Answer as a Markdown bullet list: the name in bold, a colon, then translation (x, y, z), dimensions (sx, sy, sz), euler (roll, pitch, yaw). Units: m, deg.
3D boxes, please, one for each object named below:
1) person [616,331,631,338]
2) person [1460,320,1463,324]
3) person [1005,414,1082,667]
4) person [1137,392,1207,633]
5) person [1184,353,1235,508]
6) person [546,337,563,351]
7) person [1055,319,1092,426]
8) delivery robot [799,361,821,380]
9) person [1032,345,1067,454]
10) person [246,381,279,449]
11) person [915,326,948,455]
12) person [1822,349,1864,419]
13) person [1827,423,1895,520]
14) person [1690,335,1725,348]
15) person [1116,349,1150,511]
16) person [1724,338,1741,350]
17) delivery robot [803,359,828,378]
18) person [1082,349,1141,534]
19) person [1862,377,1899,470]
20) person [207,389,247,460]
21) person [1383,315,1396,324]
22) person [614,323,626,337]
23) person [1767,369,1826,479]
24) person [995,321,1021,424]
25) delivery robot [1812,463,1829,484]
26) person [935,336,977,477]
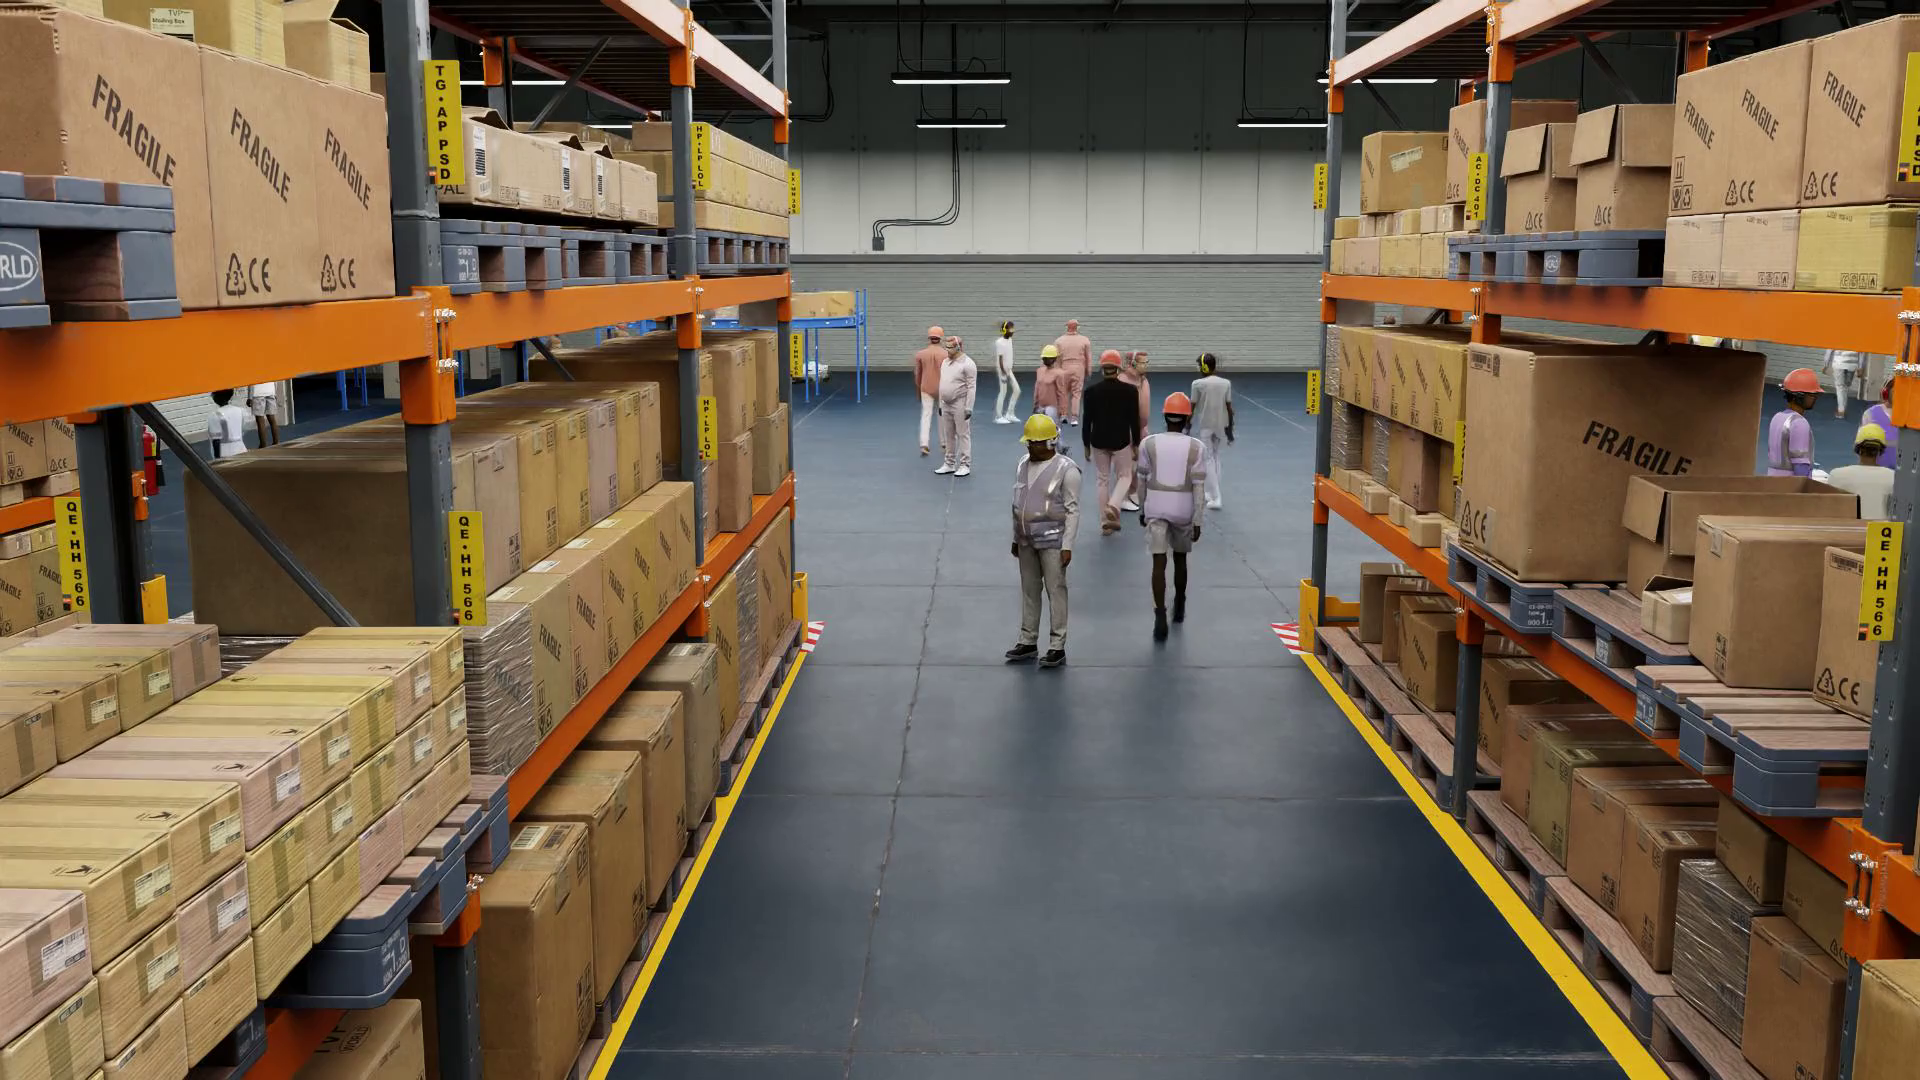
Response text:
- **person**: translation (-5.031, -2.186, 24.893), dimensions (0.639, 1.902, 0.998), euler (-3, 10, -20)
- **person**: translation (10.965, -4.106, 36.760), dimensions (0.534, 1.767, 0.318), euler (-2, 10, -11)
- **person**: translation (0.587, -0.005, 12.031), dimensions (0.588, 1.822, 0.403), euler (9, 13, 43)
- **person**: translation (1.673, -0.226, 13.178), dimensions (0.546, 1.892, 0.977), euler (1, 10, 8)
- **person**: translation (2.978, -1.321, 19.938), dimensions (0.514, 1.815, 0.936), euler (-3, 10, -17)
- **person**: translation (-5.568, -1.865, 23.007), dimensions (0.645, 1.875, 1.052), euler (-5, 11, -28)
- **person**: translation (2.039, -2.992, 29.721), dimensions (0.649, 1.888, 0.582), euler (2, 10, 12)
- **delivery robot**: translation (-3.691, -4.048, 39.883), dimensions (0.707, 0.478, 0.477), euler (3, 10, 16)
- **person**: translation (1.308, -1.900, 23.610), dimensions (0.633, 1.745, 0.537), euler (-7, 12, -38)
- **person**: translation (-10.395, -2.188, 24.749), dimensions (0.348, 1.943, 0.545), euler (4, 10, 23)
- **person**: translation (-0.391, -2.279, 25.322), dimensions (0.633, 1.942, 1.062), euler (2, 10, 12)
- **person**: translation (16.538, -3.255, 31.201), dimensions (0.606, 1.911, 0.847), euler (1, 10, 5)
- **person**: translation (6.658, 0.009, 12.252), dimensions (0.530, 1.725, 0.884), euler (2, 10, 13)
- **person**: translation (14.398, -3.355, 32.087), dimensions (0.643, 1.827, 0.513), euler (5, 11, 26)
- **person**: translation (2.037, -1.283, 19.483), dimensions (0.431, 1.889, 0.664), euler (8, 12, 39)
- **person**: translation (15.323, -3.553, 33.323), dimensions (0.563, 1.802, 0.915), euler (3, 10, 18)
- **delivery robot**: translation (-3.600, -4.193, 40.735), dimensions (0.707, 0.478, 0.477), euler (4, 10, 25)
- **person**: translation (1.603, -1.036, 17.718), dimensions (0.634, 1.983, 0.539), euler (3, 10, 17)
- **person**: translation (9.048, -0.688, 16.206), dimensions (0.587, 1.786, 0.975), euler (-1, 10, -6)
- **person**: translation (-7.711, -0.852, 17.518), dimensions (0.388, 1.684, 0.538), euler (3, 10, 17)
- **person**: translation (8.644, -3.618, 33.601), dimensions (0.633, 1.846, 0.429), euler (-4, 10, -25)
- **person**: translation (-5.827, -2.821, 28.647), dimensions (0.402, 1.906, 0.652), euler (4, 10, 25)
- **person**: translation (6.798, -0.376, 13.590), dimensions (0.374, 2.044, 0.607), euler (1, 10, 5)
- **person**: translation (0.896, -3.016, 29.983), dimensions (0.614, 1.846, 0.553), euler (5, 11, 29)
- **delivery robot**: translation (10.044, -0.658, 19.576), dimensions (0.477, 0.478, 0.707), euler (-1, 10, -7)
- **person**: translation (-0.076, -1.831, 22.732), dimensions (0.405, 1.903, 0.636), euler (-9, 13, -43)
